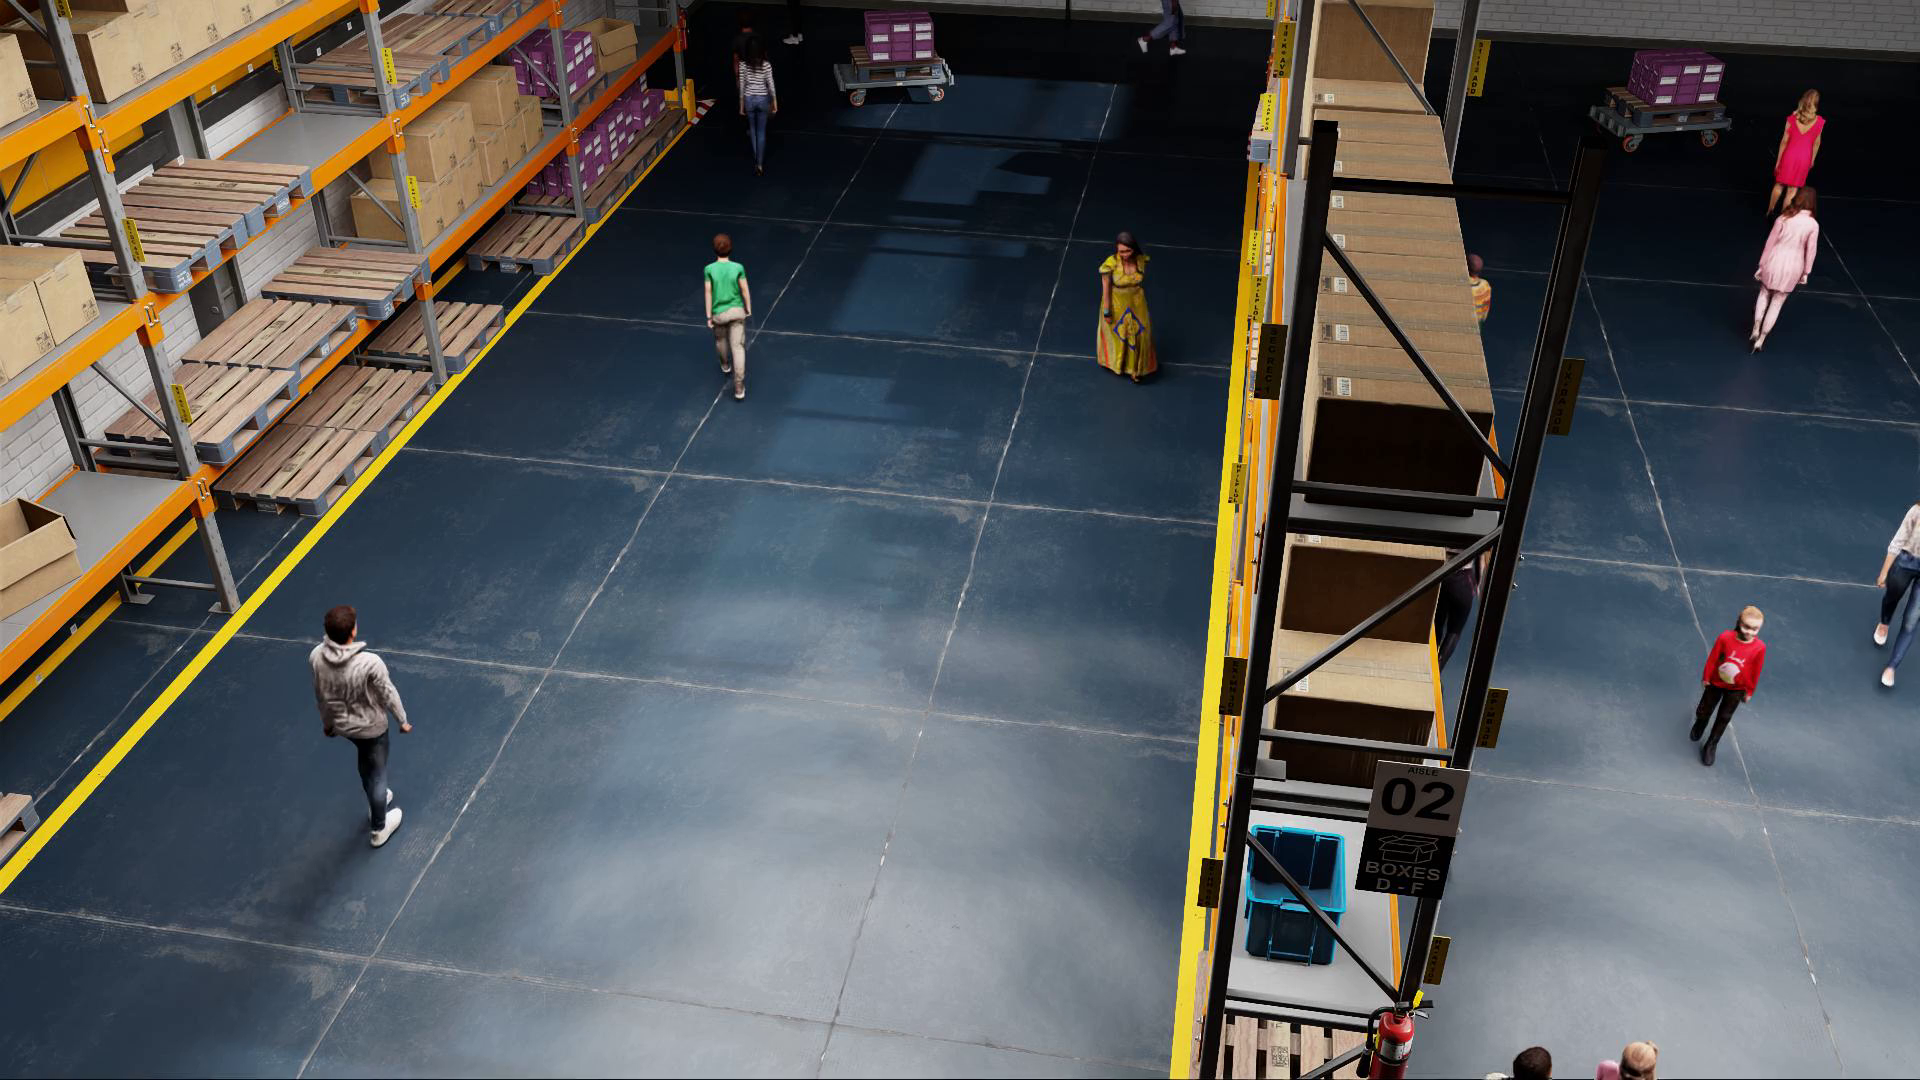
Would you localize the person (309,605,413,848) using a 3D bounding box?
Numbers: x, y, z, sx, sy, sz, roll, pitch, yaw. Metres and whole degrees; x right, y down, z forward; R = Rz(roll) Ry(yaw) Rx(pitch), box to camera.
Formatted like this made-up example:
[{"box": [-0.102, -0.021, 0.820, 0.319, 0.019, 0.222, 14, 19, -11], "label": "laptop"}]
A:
[{"box": [-3.984, 1.274, 10.936, 0.687, 1.832, 0.706, 5, 34, 7], "label": "person"}]

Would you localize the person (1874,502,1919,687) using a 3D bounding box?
[{"box": [7.286, 0.202, 12.687, 0.879, 1.679, 1.221, 18, 38, 25], "label": "person"}]

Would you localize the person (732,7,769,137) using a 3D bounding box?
[{"box": [-2.781, -6.188, 22.226, 0.775, 1.762, 1.058, -3, 34, -5], "label": "person"}]

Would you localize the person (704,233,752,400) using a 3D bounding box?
[{"box": [-2.256, -2.164, 16.312, 0.805, 1.606, 1.132, -5, 34, -8], "label": "person"}]

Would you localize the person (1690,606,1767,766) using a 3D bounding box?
[{"box": [5.476, 0.990, 11.864, 0.569, 1.278, 0.660, 13, 36, 19], "label": "person"}]

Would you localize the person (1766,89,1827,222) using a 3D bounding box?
[{"box": [9.851, -4.426, 19.626, 0.736, 1.706, 0.917, 17, 37, 24], "label": "person"}]

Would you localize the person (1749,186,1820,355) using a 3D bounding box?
[{"box": [8.368, -2.708, 16.968, 0.751, 1.786, 0.757, 18, 38, 25], "label": "person"}]

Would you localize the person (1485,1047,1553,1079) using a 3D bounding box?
[{"box": [2.778, 3.138, 8.477, 0.714, 1.450, 0.759, 26, 41, 33], "label": "person"}]

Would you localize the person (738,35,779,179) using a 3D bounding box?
[{"box": [-2.598, -5.464, 21.129, 0.634, 1.770, 0.714, 3, 34, 5], "label": "person"}]

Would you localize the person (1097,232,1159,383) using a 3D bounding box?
[{"box": [1.630, -2.364, 16.602, 0.985, 1.620, 1.009, -15, 37, -22], "label": "person"}]

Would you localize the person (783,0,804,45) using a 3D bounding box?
[{"box": [-2.619, -8.634, 25.923, 0.691, 1.743, 0.559, 14, 36, 20], "label": "person"}]

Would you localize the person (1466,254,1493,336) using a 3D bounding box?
[{"box": [4.698, -1.849, 15.657, 0.825, 1.807, 0.873, -18, 38, -25], "label": "person"}]

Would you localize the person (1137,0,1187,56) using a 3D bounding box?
[{"box": [3.105, -8.187, 25.313, 0.812, 1.674, 1.018, -3, 34, -5], "label": "person"}]

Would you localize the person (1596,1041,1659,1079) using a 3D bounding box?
[{"box": [3.449, 3.059, 8.761, 0.735, 1.267, 0.671, -24, 40, -31], "label": "person"}]
